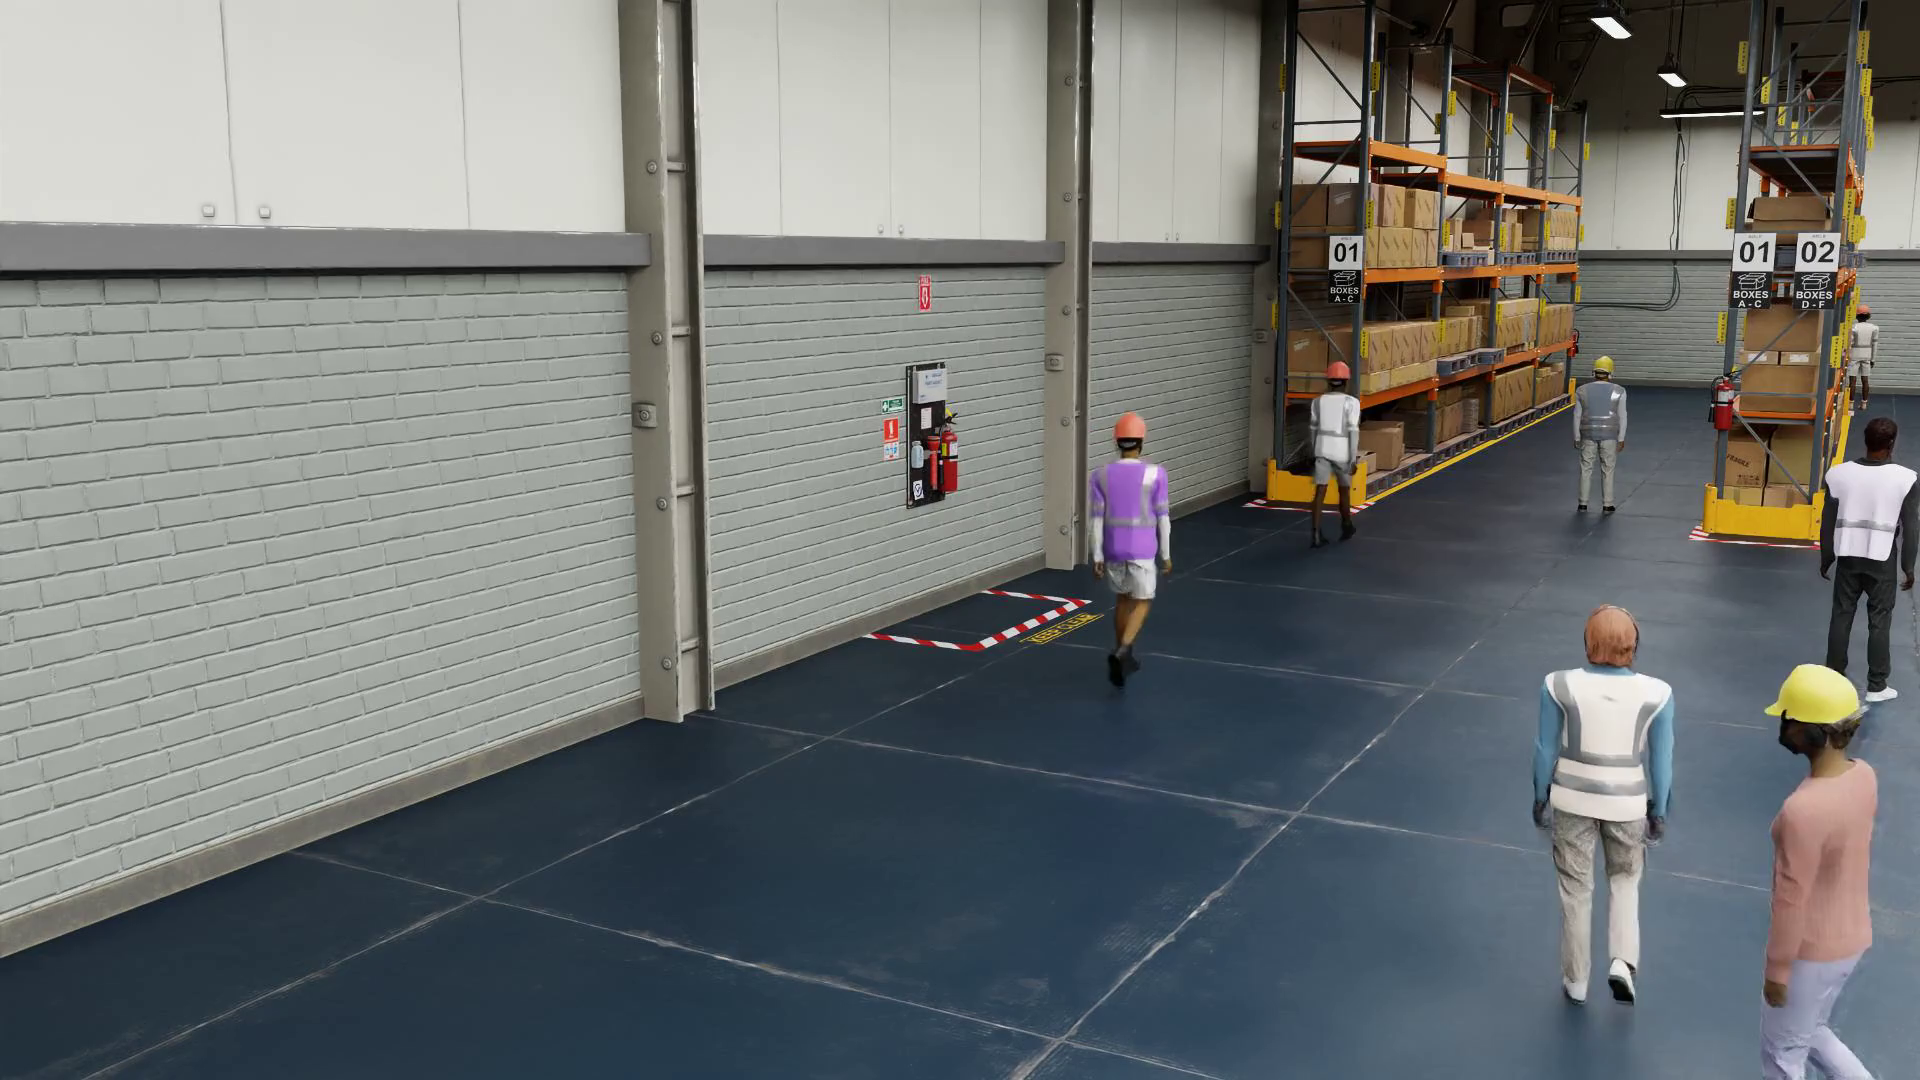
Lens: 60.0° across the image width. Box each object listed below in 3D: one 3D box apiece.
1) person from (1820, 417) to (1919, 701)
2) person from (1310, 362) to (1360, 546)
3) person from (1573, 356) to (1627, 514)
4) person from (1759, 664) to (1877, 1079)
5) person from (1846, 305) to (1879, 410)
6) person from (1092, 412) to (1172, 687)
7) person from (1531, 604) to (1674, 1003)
[{"bbox_3d":[6.126,0.131,11.235,0.597,1.916,0.371,9,13,43],"label":"person"},{"bbox_3d":[3.901,-0.900,17.325,0.567,1.889,0.975,6,11,32],"label":"person"},{"bbox_3d":[7.457,-1.220,19.392,0.592,1.833,0.404,5,11,27],"label":"person"},{"bbox_3d":[2.685,1.252,5.132,0.545,1.750,0.506,-8,13,-39],"label":"person"},{"bbox_3d":[17.486,-3.538,32.345,0.611,2.043,0.375,0,10,3],"label":"person"},{"bbox_3d":[1.163,0.070,11.622,0.553,1.912,0.799,5,11,26],"label":"person"},{"bbox_3d":[2.542,1.065,6.625,0.516,1.627,0.377,3,10,14],"label":"person"}]
